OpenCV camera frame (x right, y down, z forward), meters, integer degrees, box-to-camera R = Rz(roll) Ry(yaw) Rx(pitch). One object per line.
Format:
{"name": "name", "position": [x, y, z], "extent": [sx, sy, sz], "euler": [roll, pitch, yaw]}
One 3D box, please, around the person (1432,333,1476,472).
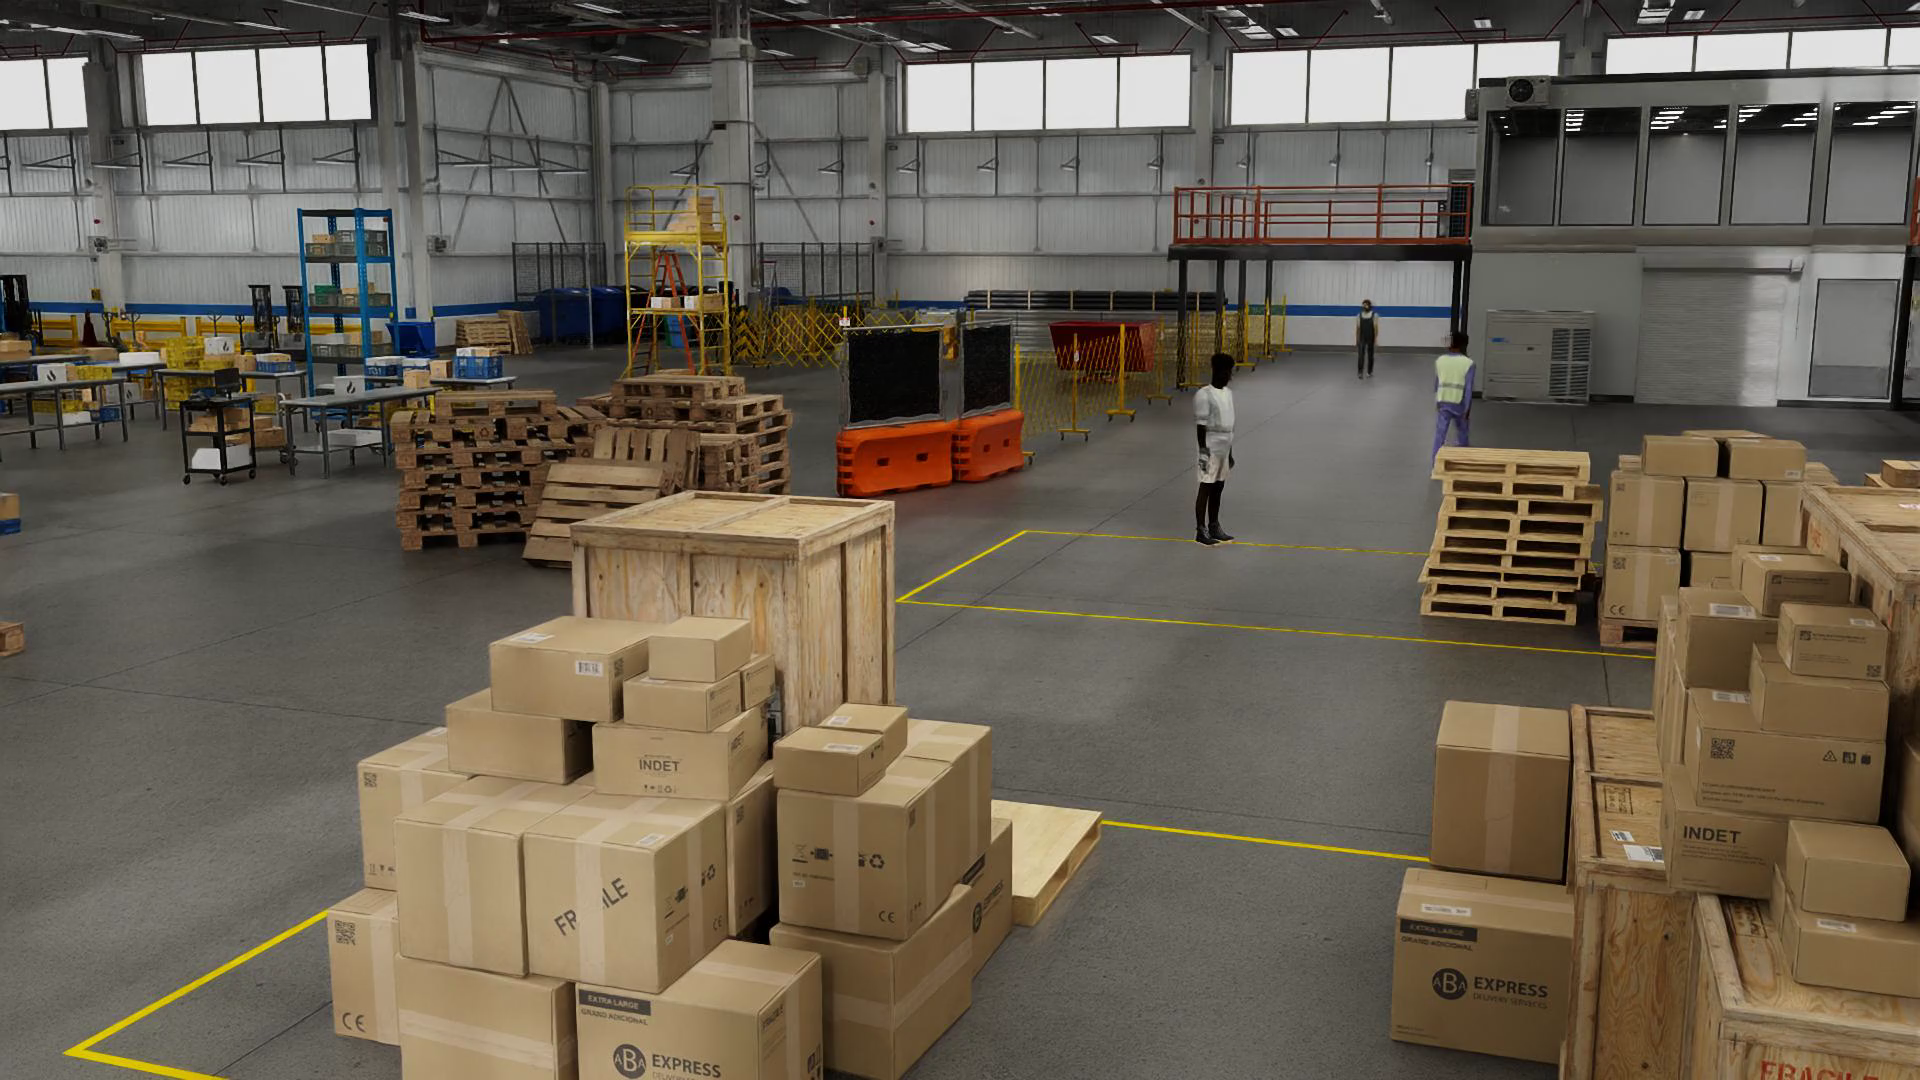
{"name": "person", "position": [6.611, -1.826, 22.216], "extent": [0.614, 1.866, 0.991], "euler": [9, 13, 41]}

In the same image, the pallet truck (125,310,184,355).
{"name": "pallet truck", "position": [-22.038, -5.665, 45.457], "extent": [0.704, 1.261, 1.522], "euler": [3, 11, 17]}

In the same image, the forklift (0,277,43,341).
{"name": "forklift", "position": [-27.151, -6.329, 46.328], "extent": [1.157, 1.987, 2.680], "euler": [3, 11, 17]}

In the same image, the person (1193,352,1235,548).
{"name": "person", "position": [2.586, -0.916, 16.818], "extent": [0.368, 1.963, 0.603], "euler": [8, 13, 37]}

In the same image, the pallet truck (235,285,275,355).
{"name": "pallet truck", "position": [-18.327, -5.835, 44.421], "extent": [0.823, 1.965, 1.885], "euler": [4, 11, 23]}

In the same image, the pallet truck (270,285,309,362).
{"name": "pallet truck", "position": [-17.147, -5.700, 43.663], "extent": [0.823, 1.965, 1.885], "euler": [3, 11, 17]}

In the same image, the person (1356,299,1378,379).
{"name": "person", "position": [9.290, -4.594, 37.979], "extent": [0.509, 1.812, 0.938], "euler": [4, 11, 19]}

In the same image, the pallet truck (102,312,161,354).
{"name": "pallet truck", "position": [-23.057, -5.777, 46.261], "extent": [0.680, 1.201, 1.601], "euler": [3, 11, 19]}

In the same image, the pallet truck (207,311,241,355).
{"name": "pallet truck", "position": [-19.537, -5.575, 44.913], "extent": [0.653, 1.274, 1.630], "euler": [3, 11, 19]}
